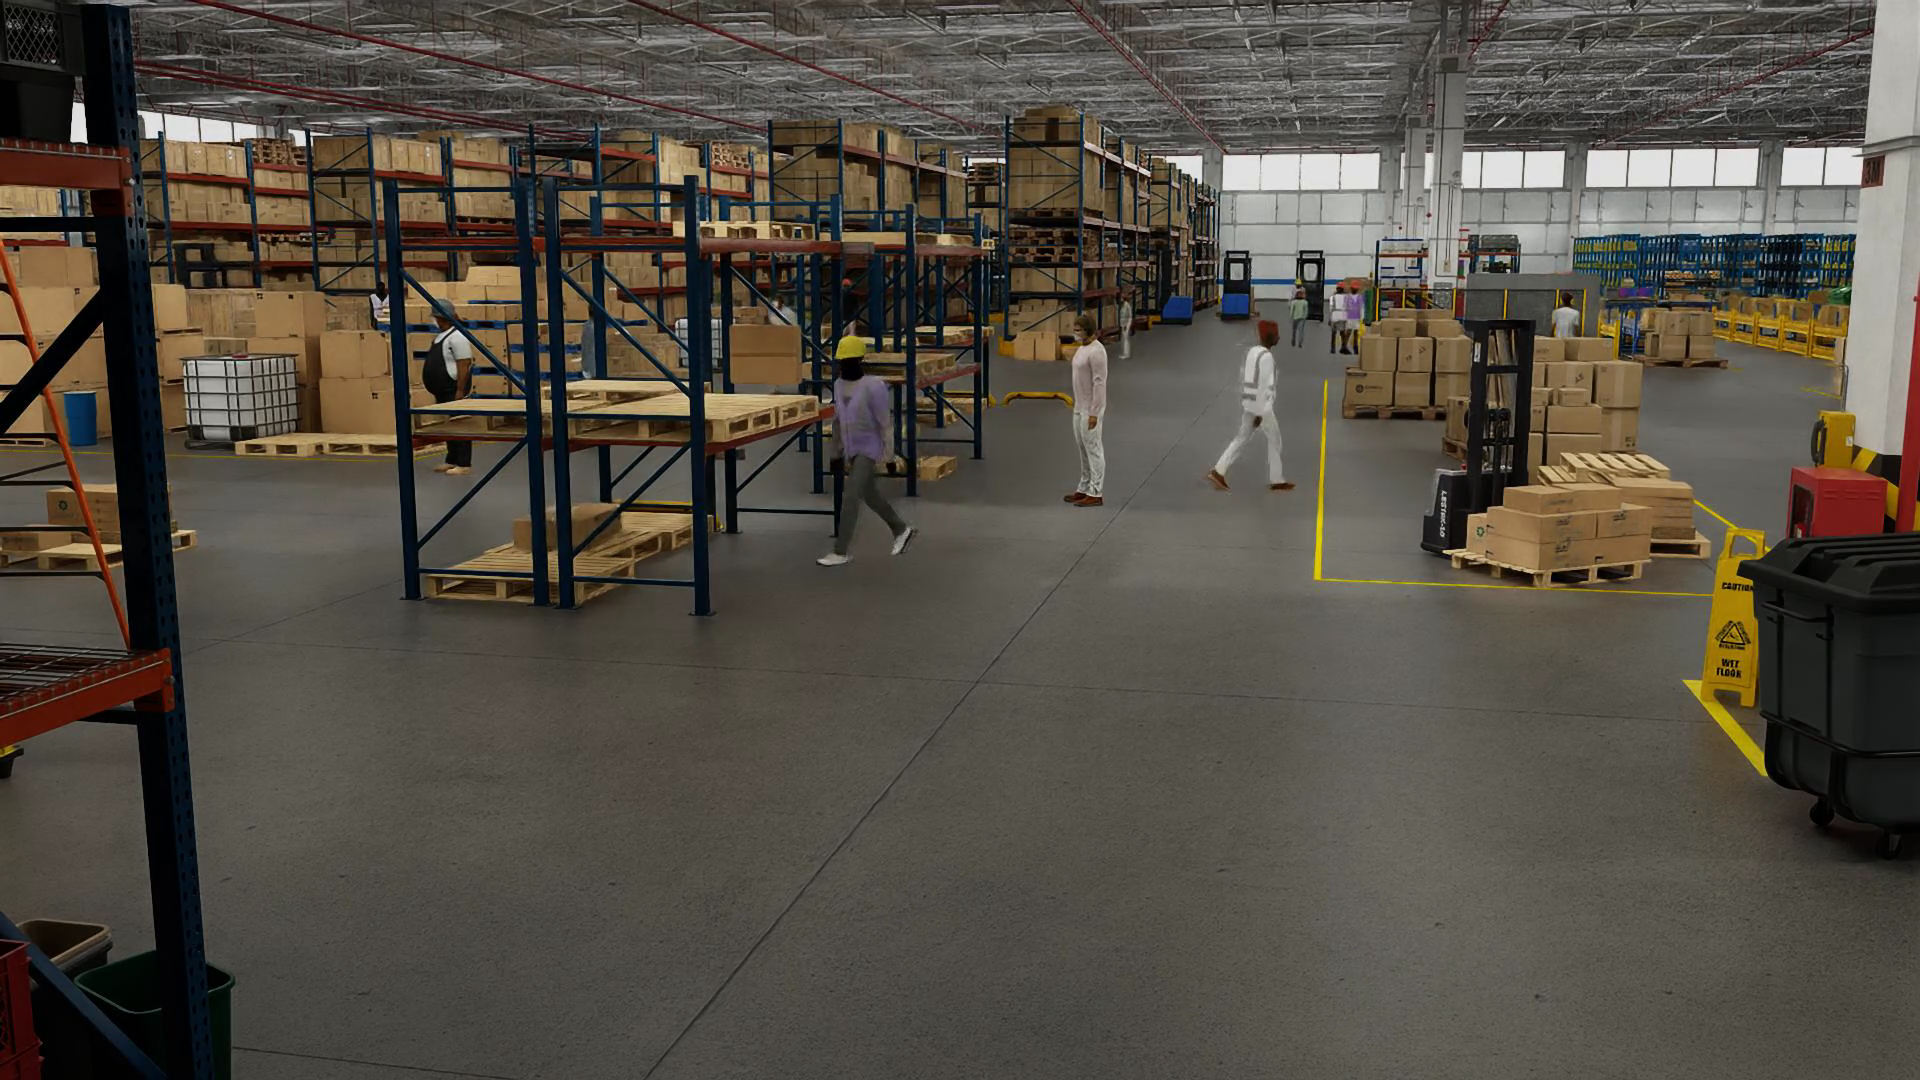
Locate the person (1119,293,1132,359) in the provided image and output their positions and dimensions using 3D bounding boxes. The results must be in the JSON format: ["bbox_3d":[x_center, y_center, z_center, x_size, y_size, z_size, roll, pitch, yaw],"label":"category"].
[{"bbox_3d":[4.117,-5.327,41.422,0.310,1.638,0.523,1,10,4],"label":"person"}]

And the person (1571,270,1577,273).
[{"bbox_3d":[29.313,-11.977,79.864,0.825,1.967,0.631,1,10,6],"label":"person"}]

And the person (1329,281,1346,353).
[{"bbox_3d":[9.935,-5.805,43.503,0.553,1.907,0.828,0,10,0],"label":"person"}]

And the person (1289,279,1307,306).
[{"bbox_3d":[11.758,-8.172,57.854,0.616,1.779,0.945,0,10,2],"label":"person"}]

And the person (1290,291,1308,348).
[{"bbox_3d":[9.544,-6.220,46.850,0.497,1.590,0.864,1,10,6],"label":"person"}]

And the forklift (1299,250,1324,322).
[{"bbox_3d":[13.778,-10.002,65.433,1.129,2.768,1.873,2,10,12],"label":"forklift"}]

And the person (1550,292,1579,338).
[{"bbox_3d":[11.282,-3.690,31.061,0.533,1.864,0.310,5,11,25],"label":"person"}]

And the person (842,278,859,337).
[{"bbox_3d":[-2.831,-5.535,41.601,0.622,1.992,0.396,-3,10,-16],"label":"person"}]

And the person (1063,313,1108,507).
[{"bbox_3d":[1.281,-1.301,16.711,0.373,1.936,0.629,-2,10,-14],"label":"person"}]

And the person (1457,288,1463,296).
[{"bbox_3d":[19.945,-9.581,66.381,0.916,1.719,0.530,8,12,38],"label":"person"}]

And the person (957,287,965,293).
[{"bbox_3d":[-0.025,-8.721,60.918,0.619,1.845,0.430,4,11,25],"label":"person"}]

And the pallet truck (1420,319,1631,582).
[{"bbox_3d":[4.543,-0.757,13.299,0.823,1.965,1.885,-4,10,-22],"label":"pallet truck"}]

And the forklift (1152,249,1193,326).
[{"bbox_3d":[7.646,-9.320,61.395,1.873,2.768,1.129,2,10,11],"label":"forklift"}]

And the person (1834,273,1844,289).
[{"bbox_3d":[42.847,-12.108,80.994,0.588,1.835,0.403,1,10,7],"label":"person"}]

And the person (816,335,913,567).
[{"bbox_3d":[-0.768,-0.756,13.656,1.005,1.871,0.598,-8,12,-39],"label":"person"}]

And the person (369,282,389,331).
[{"bbox_3d":[-14.552,-5.541,41.895,0.587,1.911,0.397,-5,11,-27],"label":"person"}]

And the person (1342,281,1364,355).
[{"bbox_3d":[10.240,-5.791,43.338,0.550,1.923,0.414,-4,10,-22],"label":"person"}]

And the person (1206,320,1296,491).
[{"bbox_3d":[3.107,-1.416,17.674,0.937,1.849,0.567,-2,10,-14],"label":"person"}]

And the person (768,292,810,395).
[{"bbox_3d":[-3.121,-3.542,30.093,0.658,1.902,0.825,8,12,38],"label":"person"}]

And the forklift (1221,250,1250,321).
[{"bbox_3d":[11.039,-10.167,66.408,1.129,2.768,1.873,2,10,12],"label":"forklift"}]

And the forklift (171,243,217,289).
[{"bbox_3d":[-16.724,-5.109,36.462,1.873,2.768,1.129,3,10,19],"label":"forklift"}]

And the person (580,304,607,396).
[{"bbox_3d":[-4.847,-2.214,22.111,0.375,1.936,0.627,-1,10,-5],"label":"person"}]

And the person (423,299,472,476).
[{"bbox_3d":[-5.885,-1.759,19.102,0.536,2.000,0.683,-6,12,-34],"label":"person"}]
